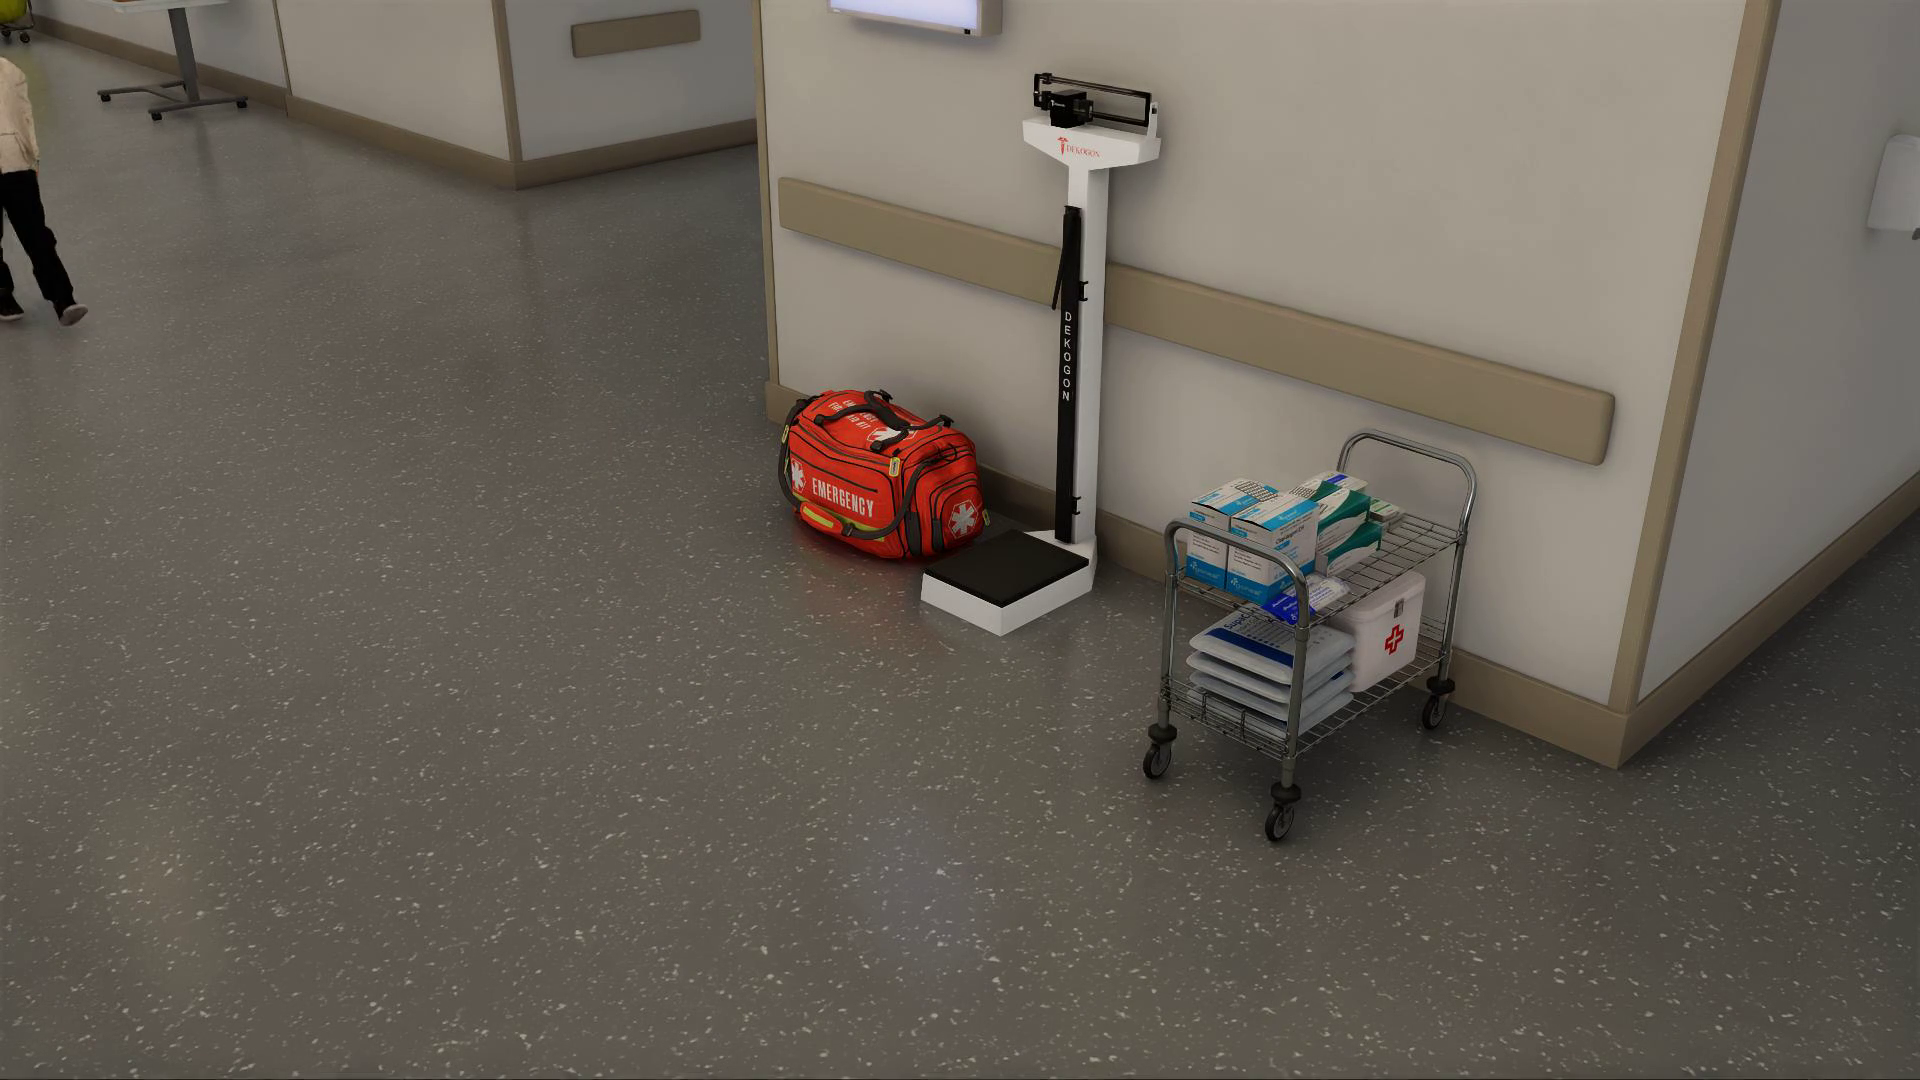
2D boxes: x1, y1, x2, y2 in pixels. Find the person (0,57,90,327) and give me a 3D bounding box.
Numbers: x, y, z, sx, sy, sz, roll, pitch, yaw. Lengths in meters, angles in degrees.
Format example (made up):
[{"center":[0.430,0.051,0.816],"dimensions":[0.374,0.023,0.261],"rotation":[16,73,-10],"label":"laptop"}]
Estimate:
[{"center":[-4.330,-1.642,7.387],"dimensions":[0.918,1.420,0.581],"rotation":[23,34,39],"label":"person"}]
